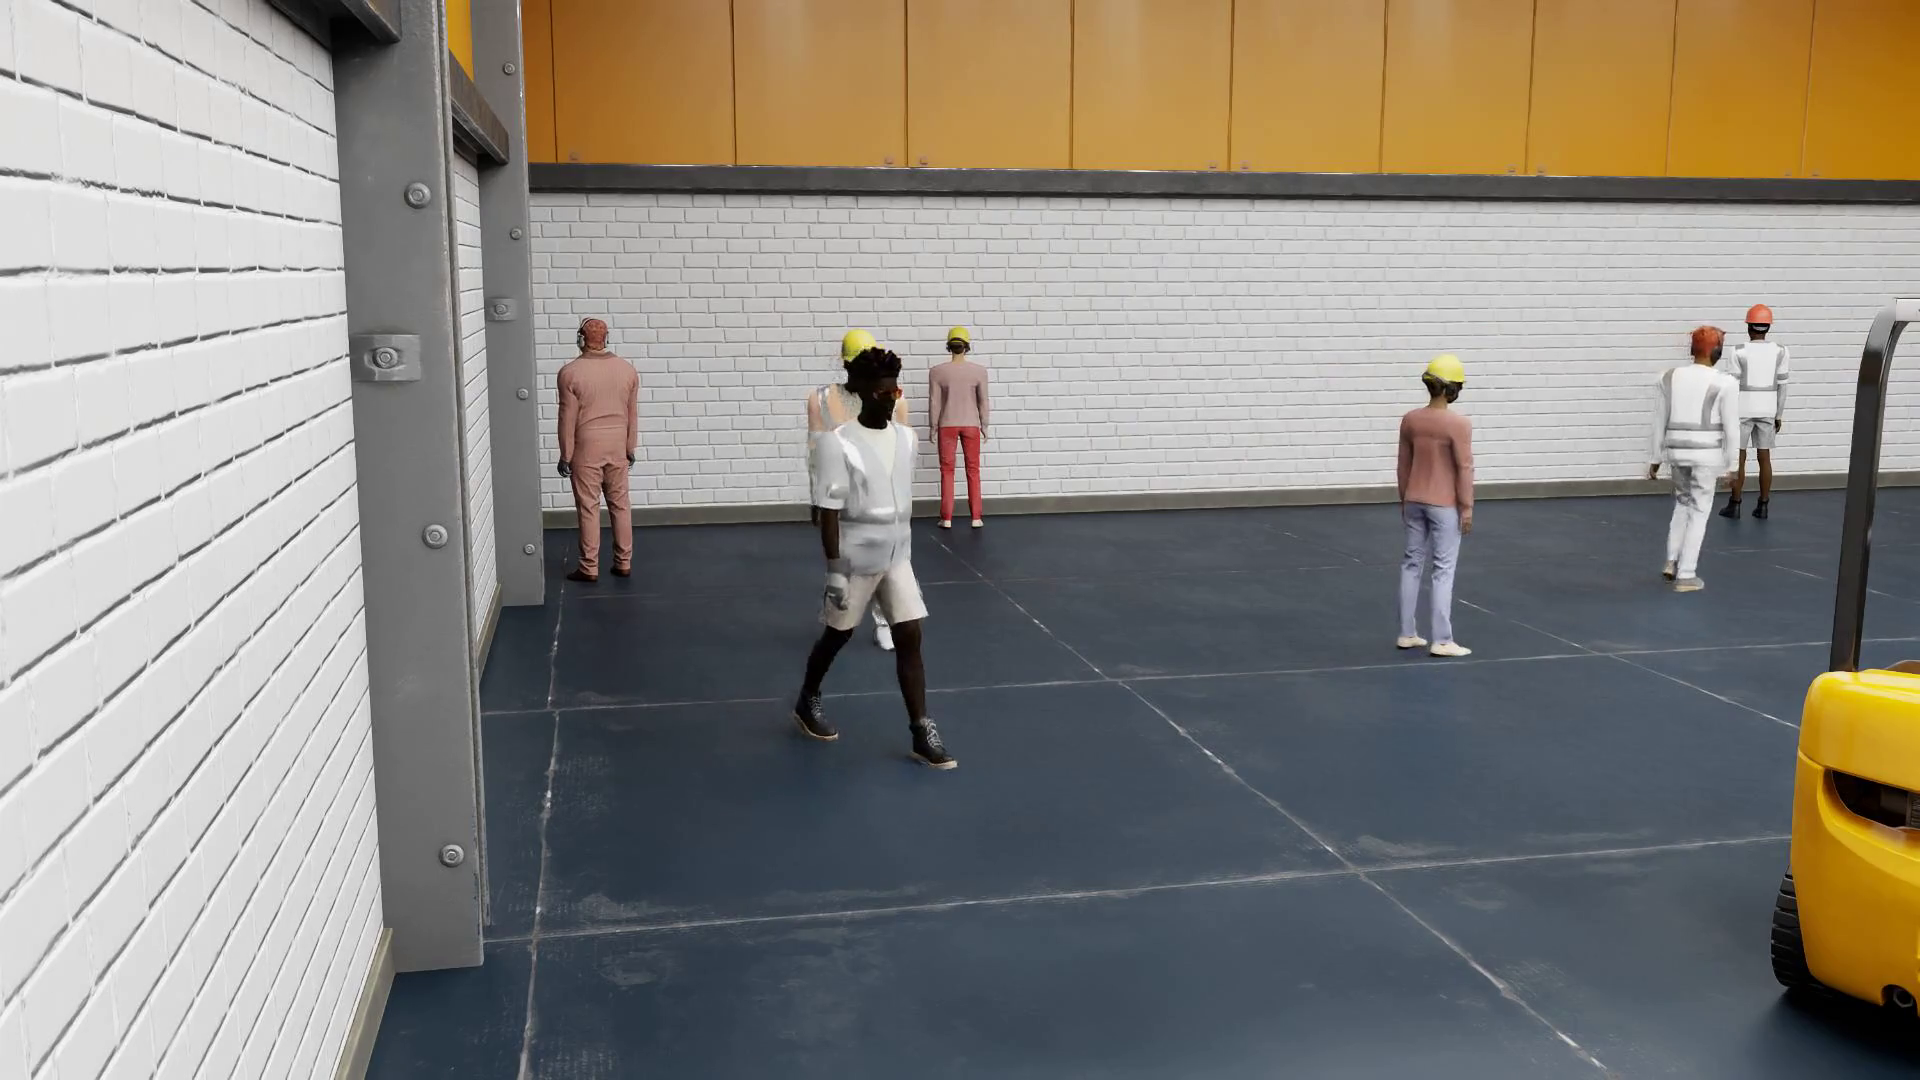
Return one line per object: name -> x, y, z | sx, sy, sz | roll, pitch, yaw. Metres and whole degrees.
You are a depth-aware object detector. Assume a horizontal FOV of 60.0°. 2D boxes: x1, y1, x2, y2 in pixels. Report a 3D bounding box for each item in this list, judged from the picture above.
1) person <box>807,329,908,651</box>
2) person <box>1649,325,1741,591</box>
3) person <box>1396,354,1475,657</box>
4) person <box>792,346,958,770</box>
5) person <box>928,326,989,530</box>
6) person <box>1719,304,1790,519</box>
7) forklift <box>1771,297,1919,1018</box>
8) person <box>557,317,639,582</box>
person -> -0.594, -0.275, 9.767 | 0.599, 1.913, 0.424 | 0, 9, -1
person -> 5.178, -0.568, 11.666 | 0.471, 1.862, 0.607 | -7, 12, -37
person -> 2.798, -0.202, 9.748 | 0.331, 1.765, 0.533 | -6, 11, -33
person -> -0.443, 0.059, 7.733 | 0.623, 1.923, 1.021 | -8, 12, -41
person -> -0.013, -0.969, 14.428 | 0.533, 1.765, 0.325 | -1, 9, -5
person -> 7.151, -1.152, 15.015 | 0.545, 1.938, 0.357 | 1, 9, 5
forklift -> 3.542, 0.334, 5.177 | 2.313, 2.155, 1.214 | -9, 13, -43
person -> -2.634, -0.649, 12.042 | 0.642, 1.909, 0.408 | -9, 13, -42
